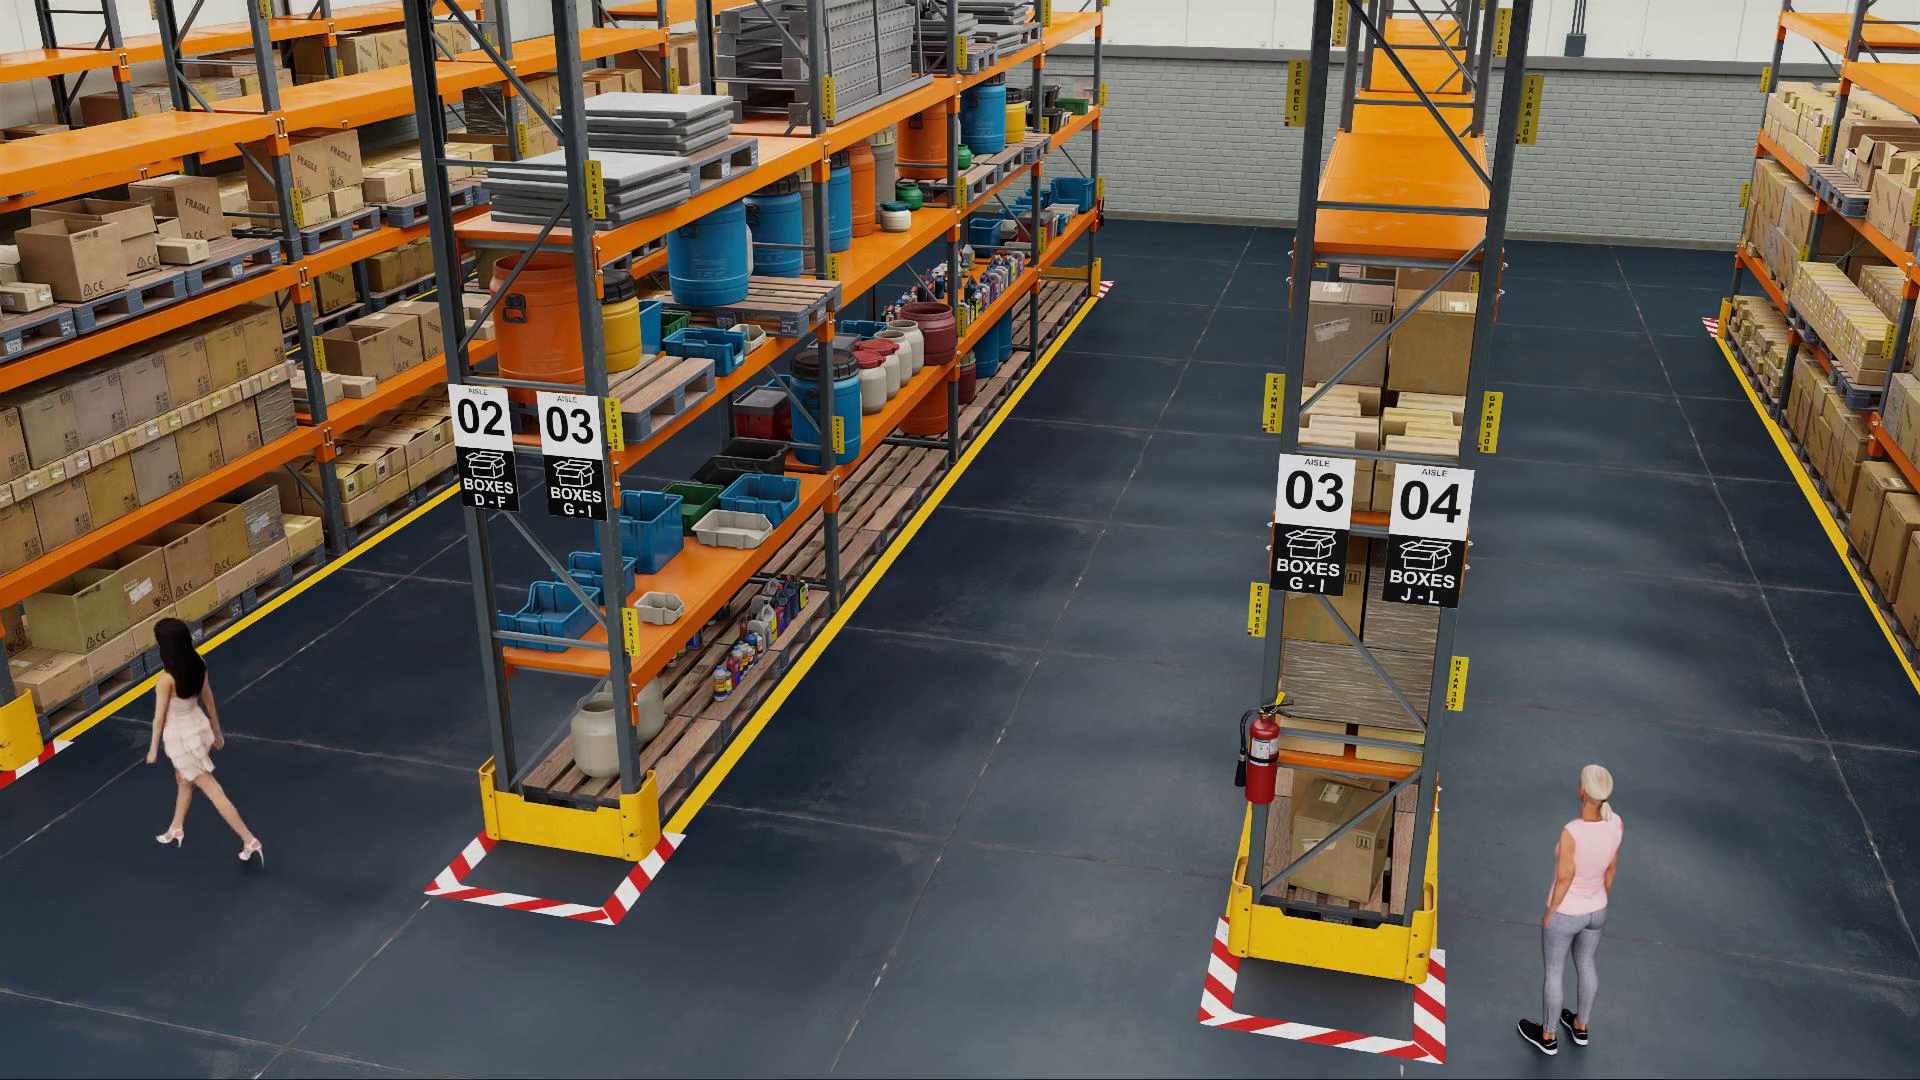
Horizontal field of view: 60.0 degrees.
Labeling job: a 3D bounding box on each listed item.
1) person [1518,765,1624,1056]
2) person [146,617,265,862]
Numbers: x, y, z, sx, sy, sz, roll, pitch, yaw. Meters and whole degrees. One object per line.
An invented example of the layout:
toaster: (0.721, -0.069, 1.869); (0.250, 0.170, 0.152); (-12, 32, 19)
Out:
person: (3.337, 1.991, 8.987); (0.636, 1.725, 0.662); (-7, 23, -16)
person: (-4.839, 1.343, 10.625); (0.663, 1.684, 0.981); (5, 23, 11)
